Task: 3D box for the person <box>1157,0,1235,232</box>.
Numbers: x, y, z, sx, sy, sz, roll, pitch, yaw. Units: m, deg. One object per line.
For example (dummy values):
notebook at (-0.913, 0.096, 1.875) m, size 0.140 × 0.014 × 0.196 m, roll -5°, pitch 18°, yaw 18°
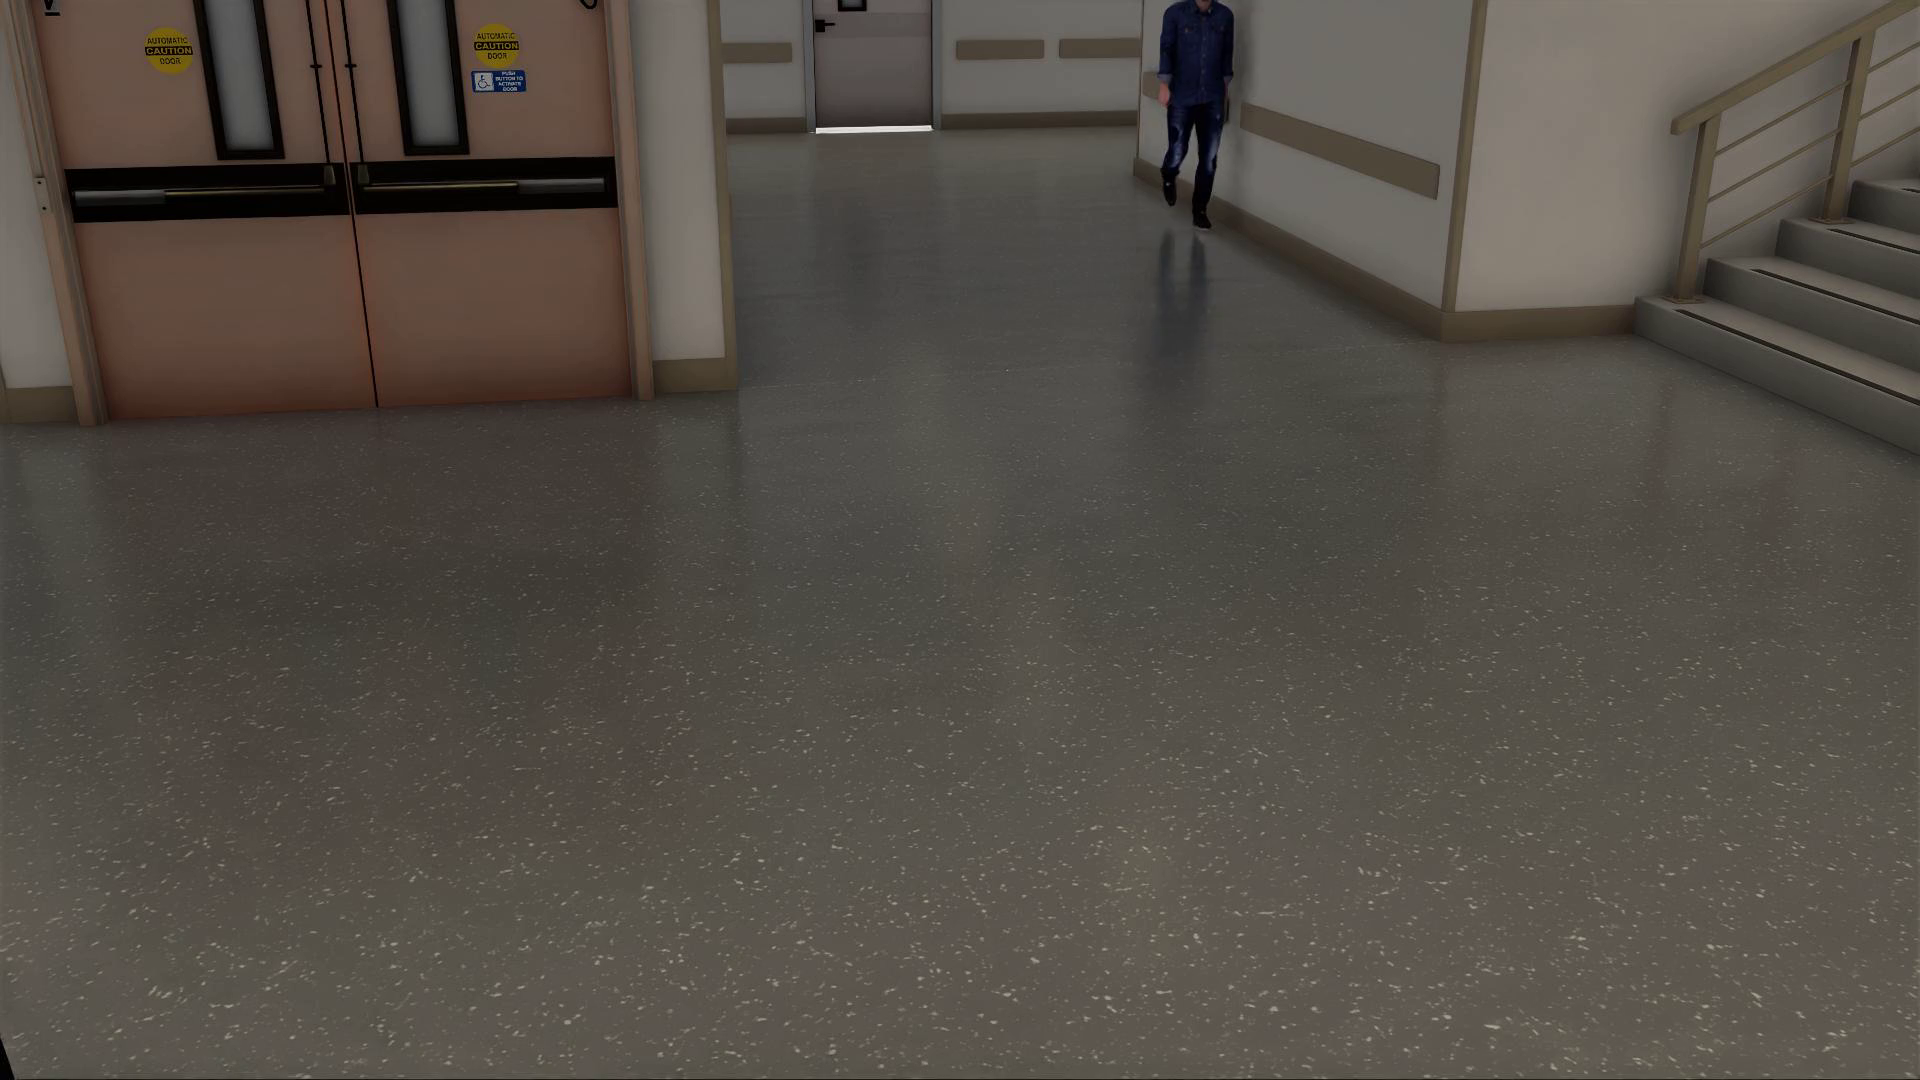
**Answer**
person at (1.670, -3.150, 11.902) m, size 0.928 × 1.802 × 0.801 m, roll -3°, pitch 21°, yaw -8°
